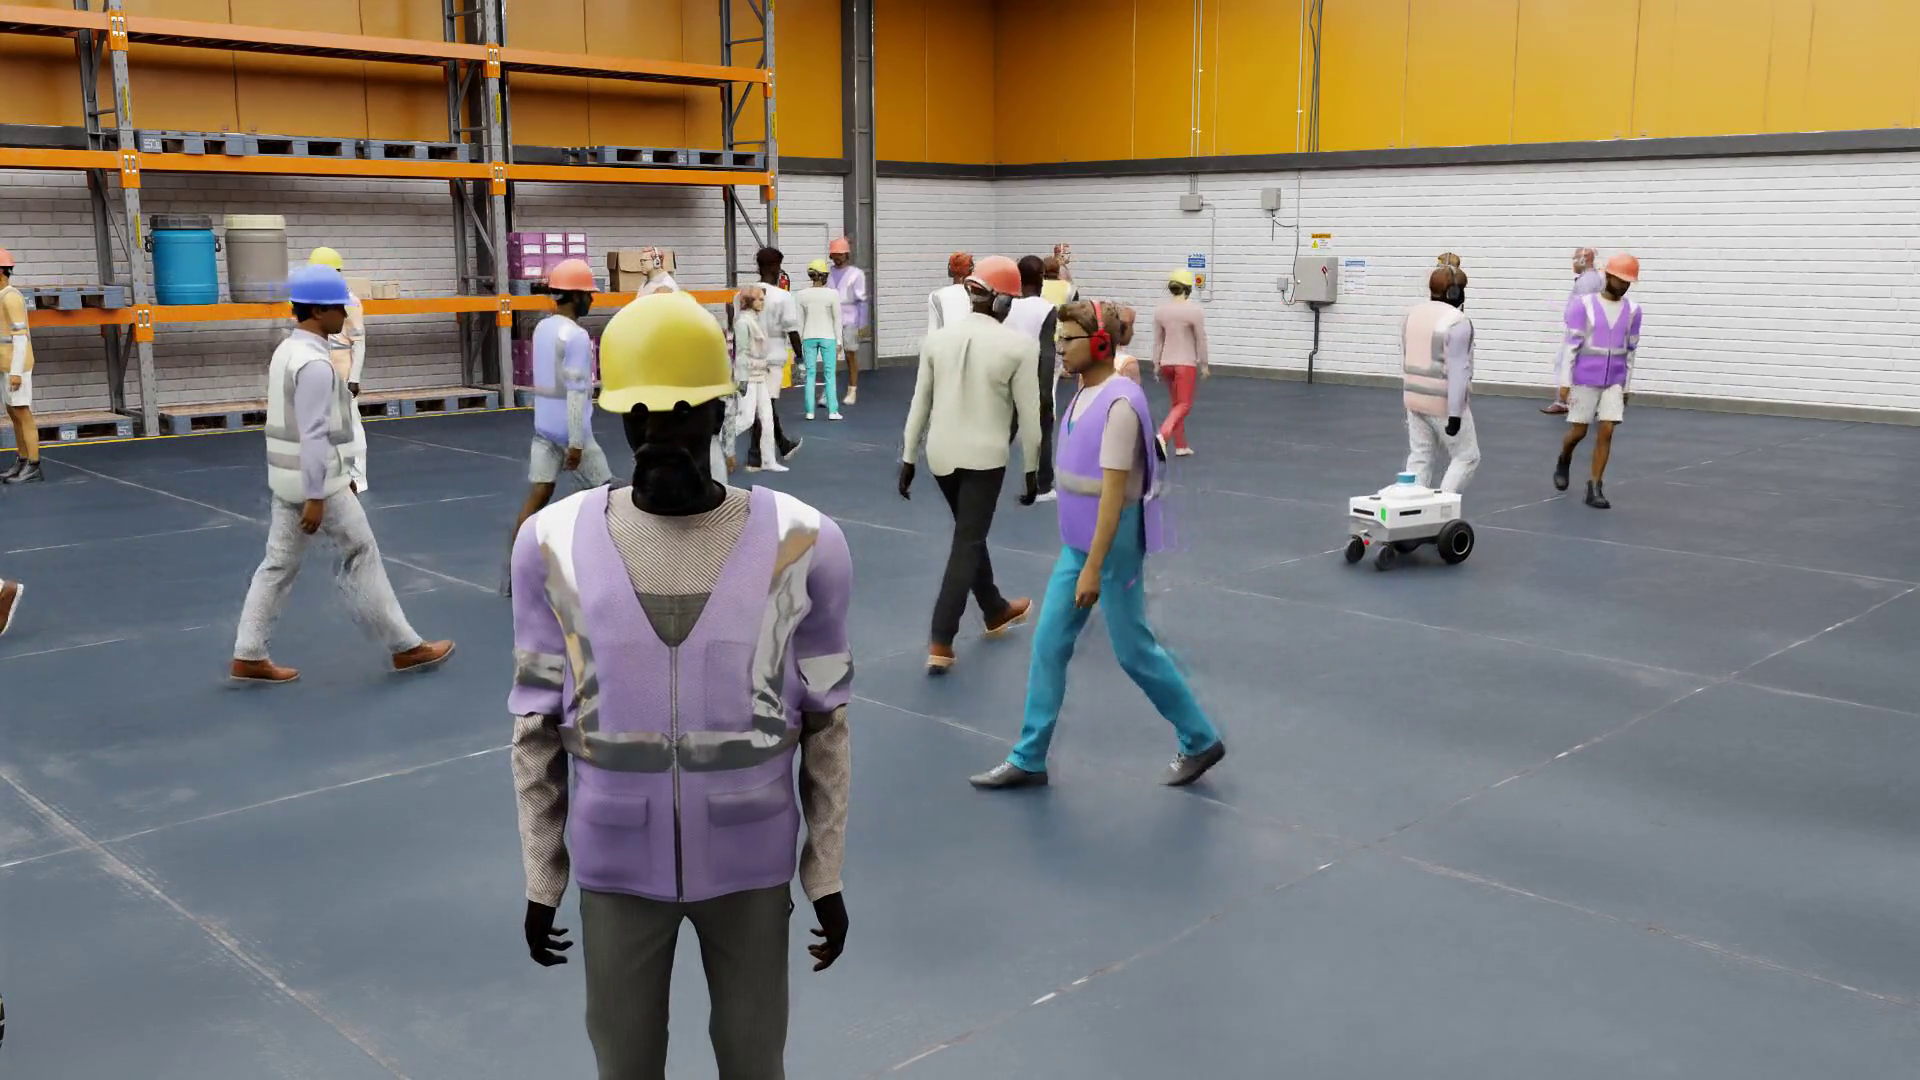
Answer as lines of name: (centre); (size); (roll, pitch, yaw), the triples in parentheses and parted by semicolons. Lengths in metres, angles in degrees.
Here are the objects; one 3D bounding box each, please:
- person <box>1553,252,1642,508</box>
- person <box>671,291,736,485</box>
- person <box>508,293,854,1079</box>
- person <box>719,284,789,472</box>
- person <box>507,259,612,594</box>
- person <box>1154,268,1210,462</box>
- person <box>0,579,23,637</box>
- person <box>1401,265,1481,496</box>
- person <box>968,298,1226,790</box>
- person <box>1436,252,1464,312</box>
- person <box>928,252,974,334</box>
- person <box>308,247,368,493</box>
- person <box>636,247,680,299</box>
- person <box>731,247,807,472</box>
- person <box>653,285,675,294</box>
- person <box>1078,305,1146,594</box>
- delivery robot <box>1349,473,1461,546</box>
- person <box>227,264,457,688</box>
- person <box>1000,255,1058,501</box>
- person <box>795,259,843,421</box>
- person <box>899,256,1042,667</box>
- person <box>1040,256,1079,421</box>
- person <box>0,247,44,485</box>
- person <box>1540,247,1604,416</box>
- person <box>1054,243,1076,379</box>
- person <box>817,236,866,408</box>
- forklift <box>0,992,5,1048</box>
person: (4.780, -1.212, 12.546); (0.609, 1.895, 0.725); (0, 10, -1)
person: (-1.464, -0.480, 9.000); (0.506, 1.726, 0.378); (-2, 11, -9)
person: (-0.474, 0.545, 2.882); (0.588, 1.927, 0.370); (-1, 10, -5)
person: (-1.840, -1.372, 14.191); (0.669, 1.620, 0.523); (2, 11, 11)
person: (-2.197, -0.645, 9.488); (0.988, 1.885, 0.564); (-10, 14, -43)
person: (1.937, -1.576, 14.978); (0.526, 1.739, 0.776); (10, 14, 43)
person: (-4.919, -0.327, 7.904); (0.537, 1.839, 0.771); (8, 13, 37)
person: (3.152, -0.875, 10.894); (0.488, 1.826, 0.649); (-5, 11, -23)
person: (0.545, 0.034, 6.016); (0.932, 1.809, 0.586); (-3, 11, -16)
person: (5.031, -2.047, 17.240); (0.346, 1.846, 0.506); (4, 11, 20)
person: (0.016, -1.492, 14.116); (0.576, 1.882, 0.355); (3, 11, 16)
person: (-4.884, -1.310, 12.995); (0.584, 1.929, 0.371); (7, 13, 34)
person: (-3.066, -1.978, 16.700); (0.409, 1.908, 0.639); (-8, 13, -36)
person: (-1.620, -1.584, 14.516); (0.646, 1.911, 1.002); (6, 12, 31)
person: (-2.496, -1.311, 13.863); (0.503, 1.616, 0.538); (5, 12, 26)
person: (0.844, -0.504, 9.393); (0.311, 1.636, 0.523); (-6, 12, -32)
delivery robot: (2.752, -0.173, 10.286); (0.707, 0.478, 0.477); (-6, 12, -30)
person: (-2.873, -0.279, 7.484); (0.978, 1.898, 0.603); (-8, 13, -36)
person: (0.441, -1.184, 12.446); (0.597, 1.888, 0.910); (8, 13, 39)
person: (-1.539, -2.183, 18.209); (0.524, 1.764, 0.329); (2, 11, 9)
person: (0.063, -0.387, 7.987); (0.682, 1.920, 1.048); (6, 12, 29)
person: (0.966, -2.202, 18.239); (0.639, 1.797, 0.945); (-2, 11, -12)
person: (-7.770, -1.422, 13.575); (0.366, 1.939, 0.542); (-9, 13, -39)
person: (6.905, -2.336, 18.719); (0.755, 1.880, 0.672); (6, 12, 31)
person: (1.439, -3.245, 23.605); (0.409, 1.907, 0.651); (-2, 11, -13)
person: (-1.417, -2.569, 19.662); (0.632, 2.002, 0.873); (3, 11, 16)
forklift: (-3.245, 0.323, 3.363); (2.313, 2.155, 1.214); (2, 11, 13)
